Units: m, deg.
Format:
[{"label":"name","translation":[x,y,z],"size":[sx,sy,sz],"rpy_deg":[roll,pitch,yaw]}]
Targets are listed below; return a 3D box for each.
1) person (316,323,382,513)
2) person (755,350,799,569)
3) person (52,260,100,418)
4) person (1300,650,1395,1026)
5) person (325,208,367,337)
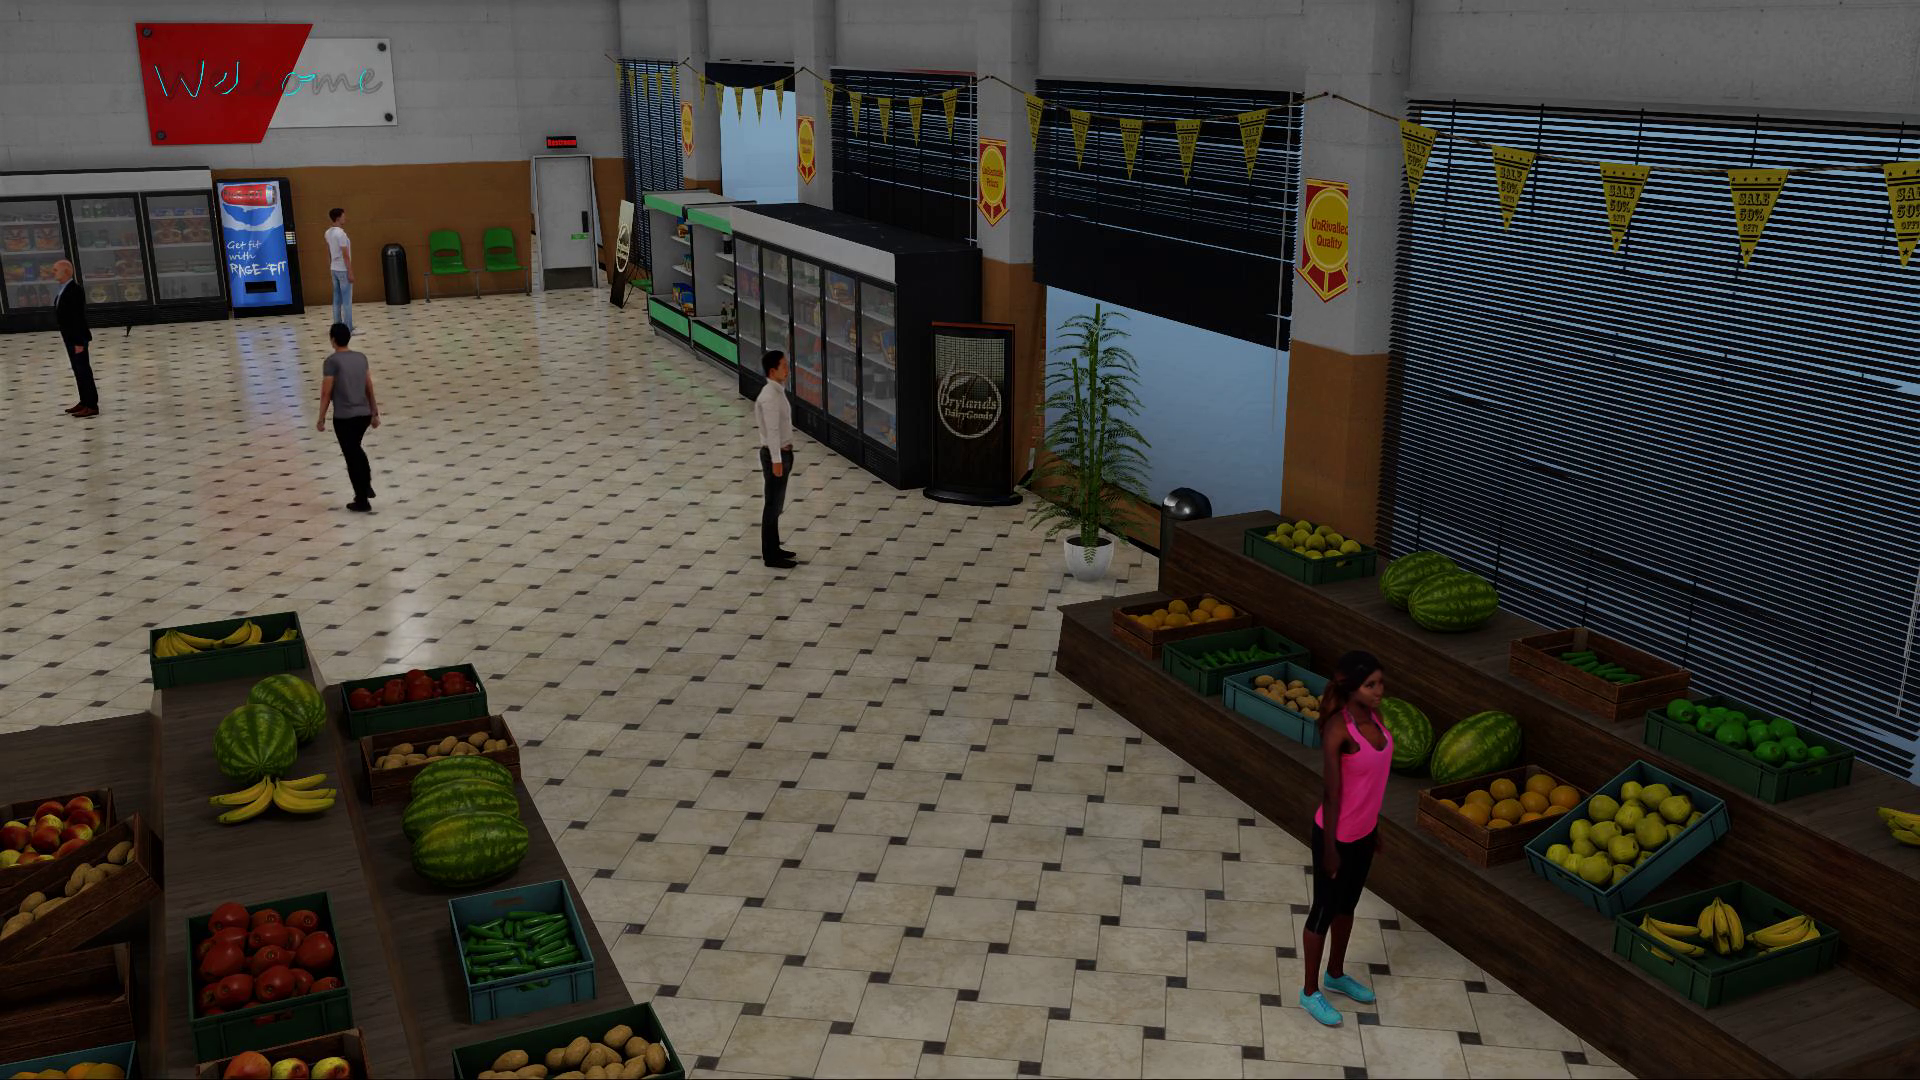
[{"label":"person","translation":[-5.558,-1.123,15.370],"size":[0.834,1.739,0.781],"rpy_deg":[7,18,22]},{"label":"person","translation":[-1.536,-0.683,13.801],"size":[0.794,1.809,0.619],"rpy_deg":[-1,17,-3]},{"label":"person","translation":[-10.268,-2.351,19.309],"size":[0.803,1.800,0.614],"rpy_deg":[-14,22,-38]},{"label":"person","translation":[1.716,1.300,7.422],"size":[0.618,1.722,0.628],"rpy_deg":[-14,22,-39]},{"label":"person","translation":[-9.112,-3.946,24.477],"size":[0.631,1.850,0.789],"rpy_deg":[14,22,39]}]
